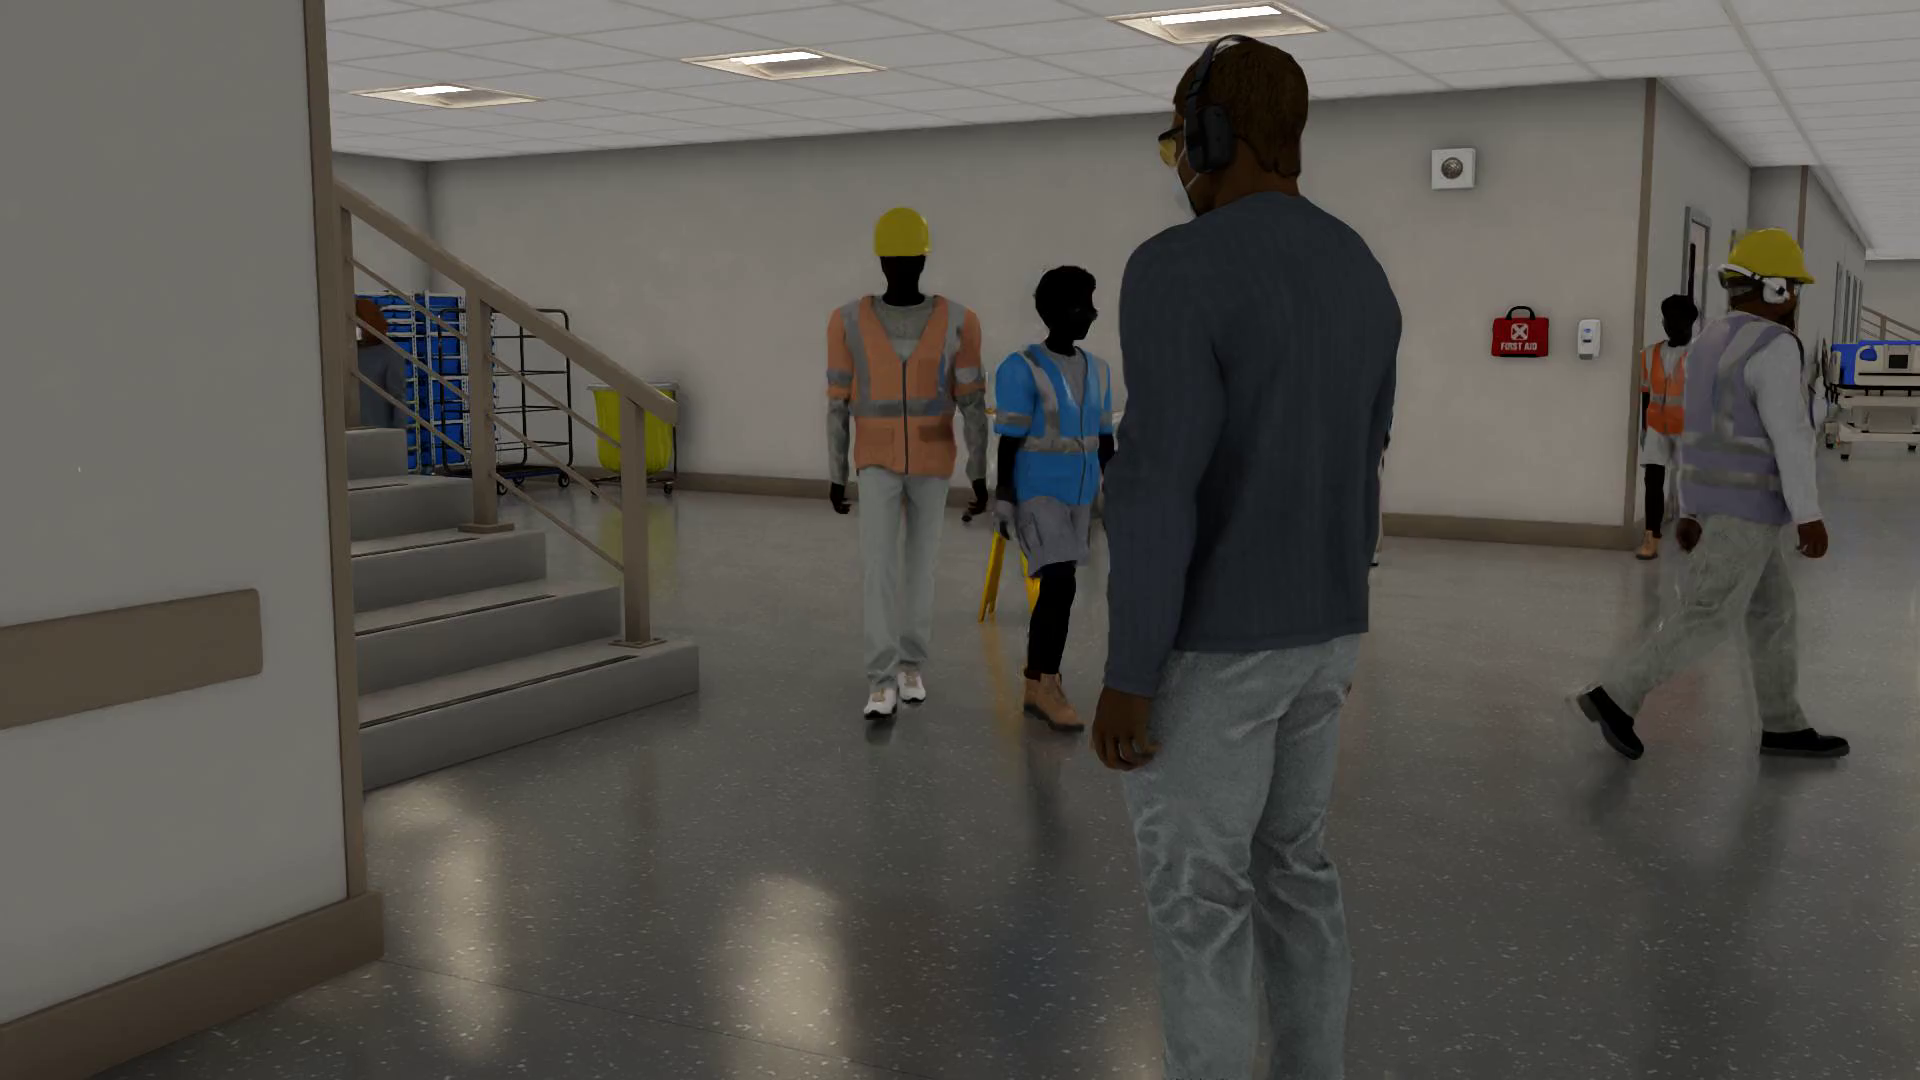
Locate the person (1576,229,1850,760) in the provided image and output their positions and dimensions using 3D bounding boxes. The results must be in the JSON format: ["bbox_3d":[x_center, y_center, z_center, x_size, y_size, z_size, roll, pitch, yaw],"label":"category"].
[{"bbox_3d":[2.544,-0.136,5.565,0.880,1.798,0.592,1,7,6],"label":"person"}]

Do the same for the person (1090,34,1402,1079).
[{"bbox_3d":[0.461,0.173,2.669,0.371,1.929,0.636,7,10,44],"label":"person"}]

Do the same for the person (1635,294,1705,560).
[{"bbox_3d":[4.565,-0.711,10.449,0.687,1.664,0.561,-6,9,-37],"label":"person"}]

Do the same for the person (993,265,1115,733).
[{"bbox_3d":[0.397,-0.147,6.035,0.553,1.672,0.588,-7,10,-43],"label":"person"}]

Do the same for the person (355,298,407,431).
[{"bbox_3d":[-3.450,-0.598,9.752,0.517,1.624,0.289,4,8,26],"label":"person"}]

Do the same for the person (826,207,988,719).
[{"bbox_3d":[-0.195,-0.279,6.222,0.605,1.892,0.861,-1,7,-4],"label":"person"}]
